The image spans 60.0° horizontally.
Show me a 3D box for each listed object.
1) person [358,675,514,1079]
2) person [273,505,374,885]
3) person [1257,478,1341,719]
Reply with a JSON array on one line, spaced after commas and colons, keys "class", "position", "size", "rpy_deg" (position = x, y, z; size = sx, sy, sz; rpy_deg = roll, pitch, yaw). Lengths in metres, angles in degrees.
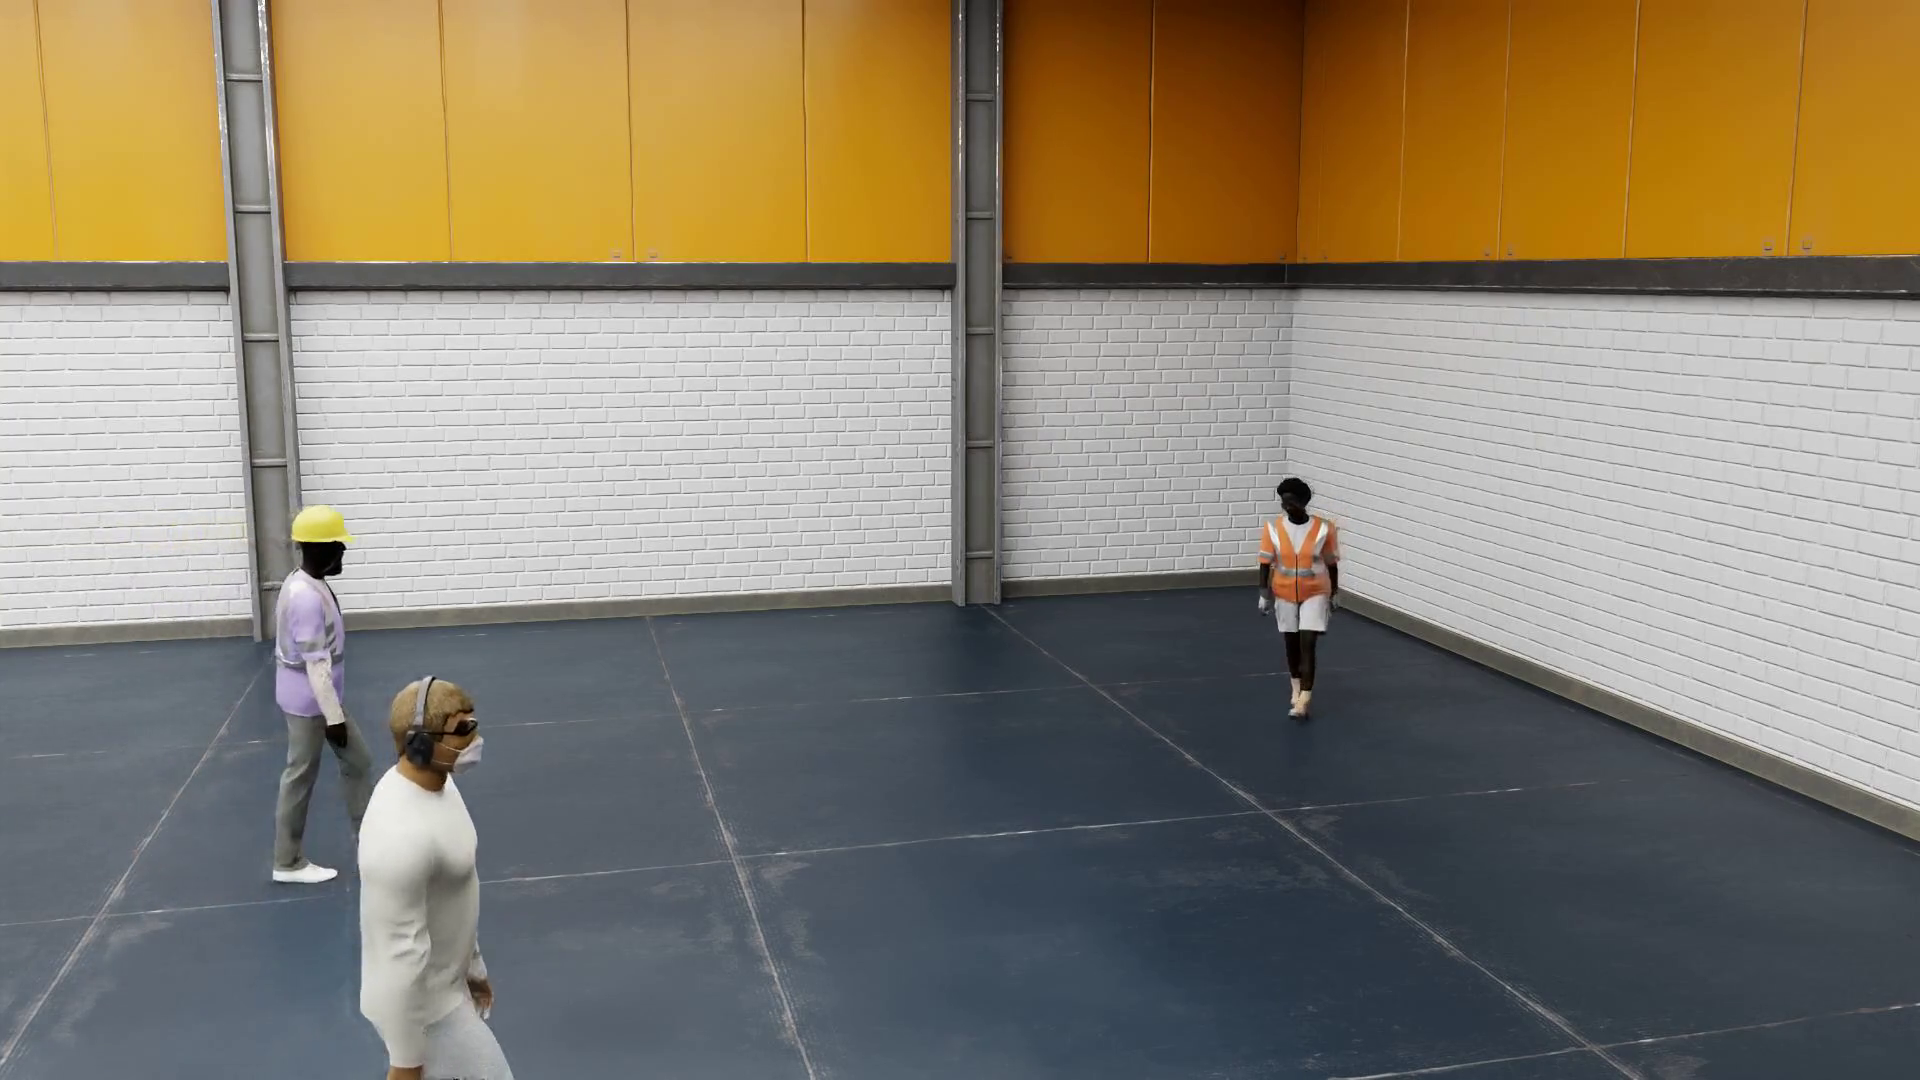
[{"class": "person", "position": [-1.478, 1.326, 4.756], "size": [0.445, 1.924, 0.629], "rpy_deg": [-2, 9, -15]}, {"class": "person", "position": [-3.064, 0.771, 8.239], "size": [0.823, 1.896, 0.611], "rpy_deg": [-2, 9, -15]}, {"class": "person", "position": [2.313, 0.387, 11.396], "size": [0.549, 1.648, 0.822], "rpy_deg": [4, 10, 23]}]
